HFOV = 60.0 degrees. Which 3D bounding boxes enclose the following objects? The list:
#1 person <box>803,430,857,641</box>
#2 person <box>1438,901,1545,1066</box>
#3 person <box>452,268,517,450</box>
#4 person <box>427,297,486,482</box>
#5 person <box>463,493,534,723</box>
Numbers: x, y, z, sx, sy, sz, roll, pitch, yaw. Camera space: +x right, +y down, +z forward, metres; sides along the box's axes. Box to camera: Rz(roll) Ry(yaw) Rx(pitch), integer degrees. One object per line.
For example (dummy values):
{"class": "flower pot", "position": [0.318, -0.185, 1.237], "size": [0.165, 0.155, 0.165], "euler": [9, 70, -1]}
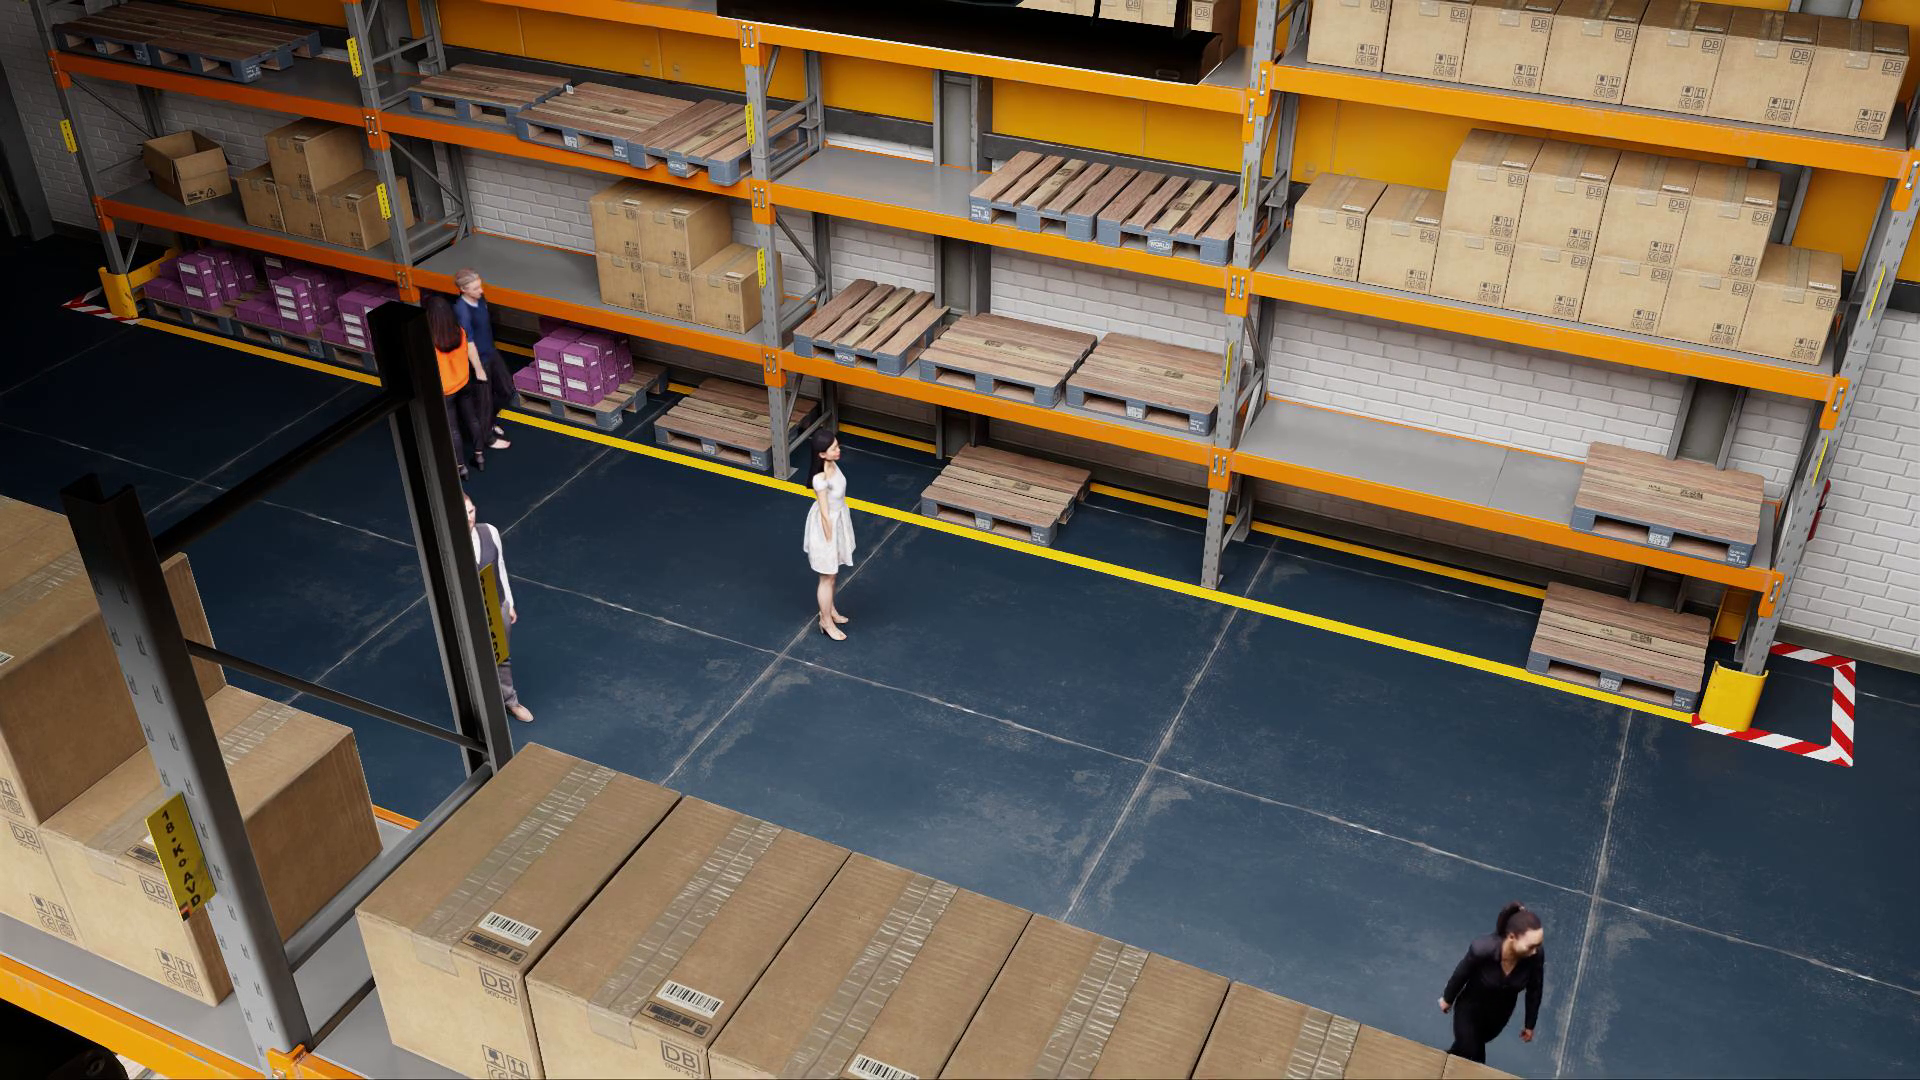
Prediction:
{"class": "person", "position": [-0.985, -0.046, 12.549], "size": [0.757, 1.775, 0.742], "euler": [2, 34, 3]}
{"class": "person", "position": [2.742, 2.474, 8.856], "size": [0.902, 1.666, 0.905], "euler": [0, 34, 0]}
{"class": "person", "position": [-4.375, -1.605, 14.835], "size": [0.787, 1.840, 0.811], "euler": [2, 34, 4]}
{"class": "person", "position": [-4.421, -1.325, 14.498], "size": [0.584, 1.749, 0.641], "euler": [19, 38, 26]}
{"class": "person", "position": [-3.348, 0.489, 11.596], "size": [0.731, 1.939, 0.700], "euler": [-28, 43, -35]}
